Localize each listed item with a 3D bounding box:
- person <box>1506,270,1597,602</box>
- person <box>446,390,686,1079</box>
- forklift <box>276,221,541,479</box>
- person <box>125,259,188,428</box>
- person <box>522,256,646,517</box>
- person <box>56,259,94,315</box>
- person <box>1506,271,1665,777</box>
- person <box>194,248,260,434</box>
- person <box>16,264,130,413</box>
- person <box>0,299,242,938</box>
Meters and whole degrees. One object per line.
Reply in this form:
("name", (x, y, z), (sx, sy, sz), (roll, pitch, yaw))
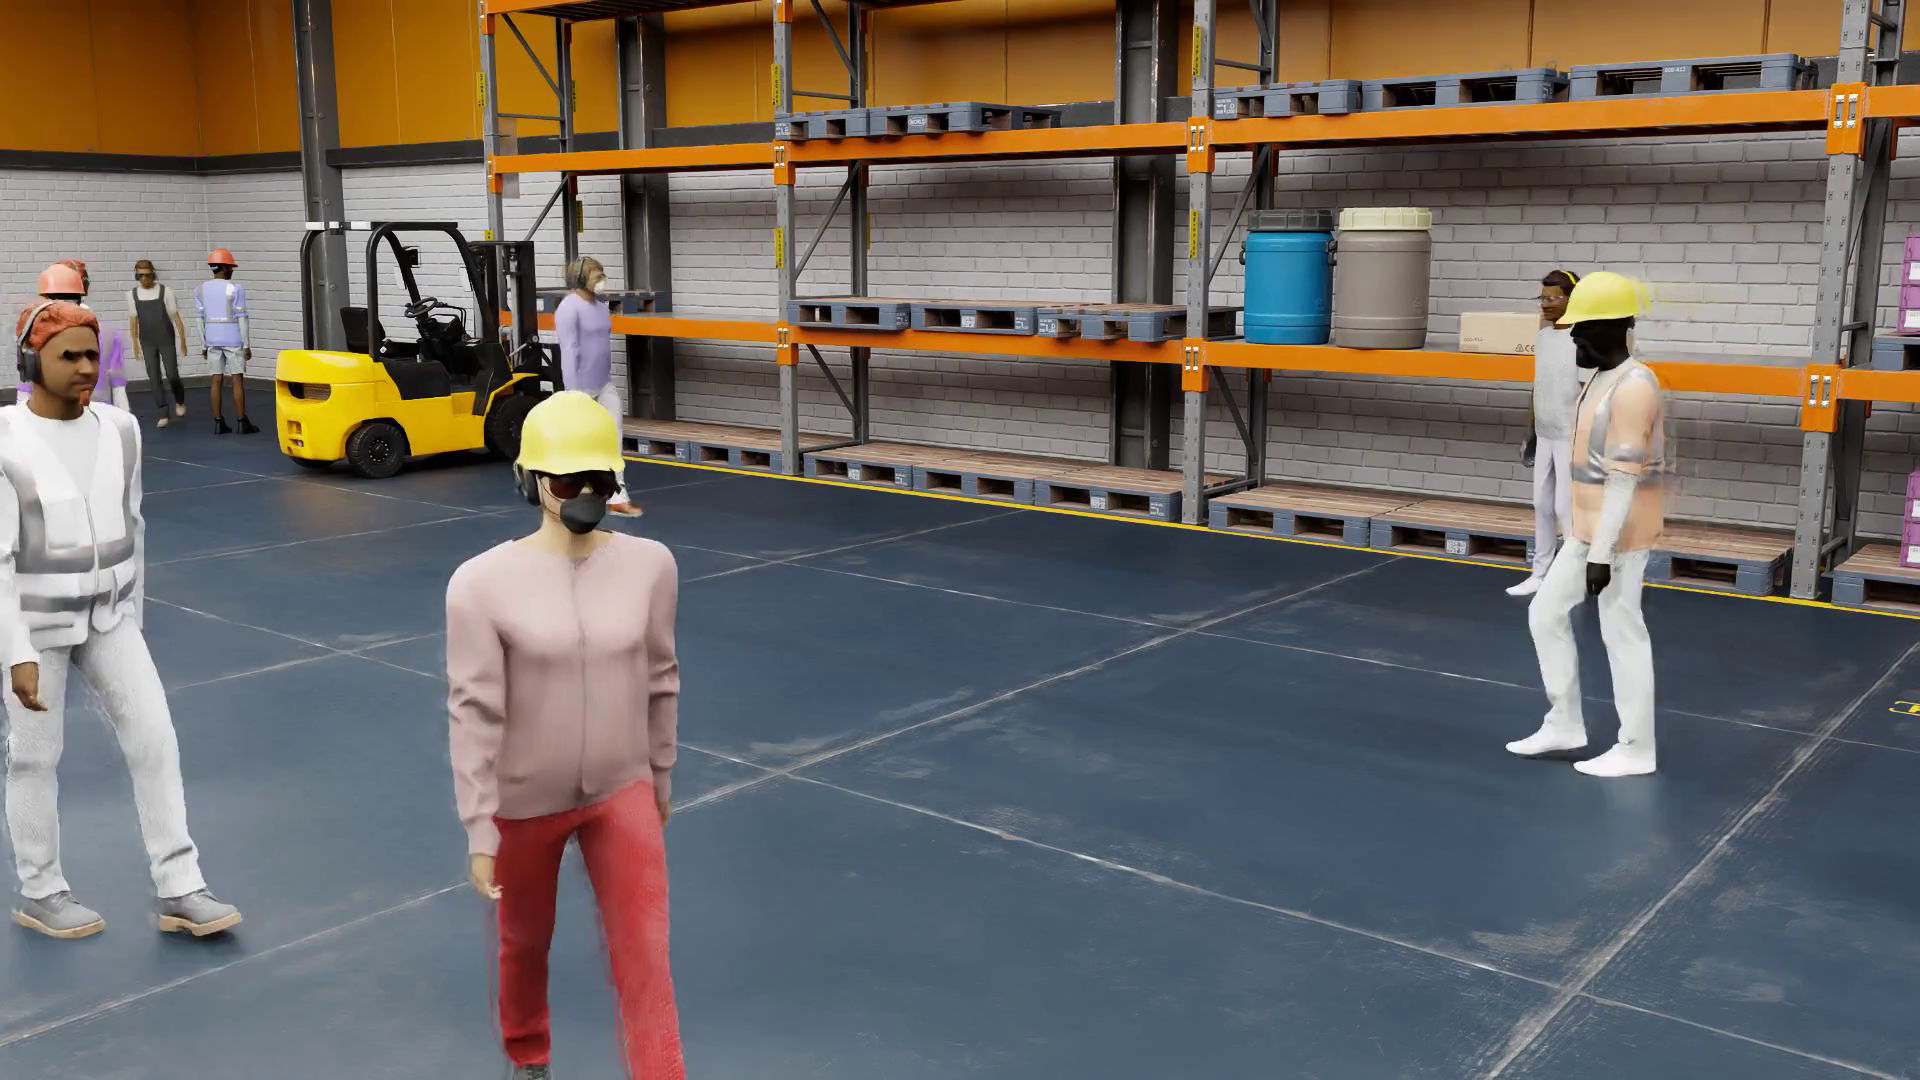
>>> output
("person", (3.331, -0.565, 9.280), (0.321, 1.860, 0.512), (-3, 11, -17))
("person", (-0.807, 0.542, 3.522), (0.537, 1.711, 0.936), (-6, 12, -31))
("forklift", (-4.922, -1.741, 14.854), (1.214, 2.155, 2.313), (8, 13, 38))
("person", (-8.715, -2.140, 18.119), (0.574, 1.814, 0.625), (-2, 10, -11))
("person", (-2.781, -1.117, 12.192), (0.899, 1.914, 0.635), (4, 11, 22))
("person", (-6.496, -1.109, 12.238), (0.604, 1.886, 0.417), (7, 12, 33))
("person", (2.352, -0.039, 6.225), (0.683, 1.899, 0.613), (2, 10, 8))
("person", (-7.656, -2.061, 17.350), (0.545, 1.933, 0.376), (1, 10, 7))
("person", (-5.081, -0.627, 9.545), (0.986, 1.889, 0.562), (8, 13, 38))
("person", (-2.448, 0.266, 4.679), (0.843, 1.851, 0.592), (6, 12, 29))
